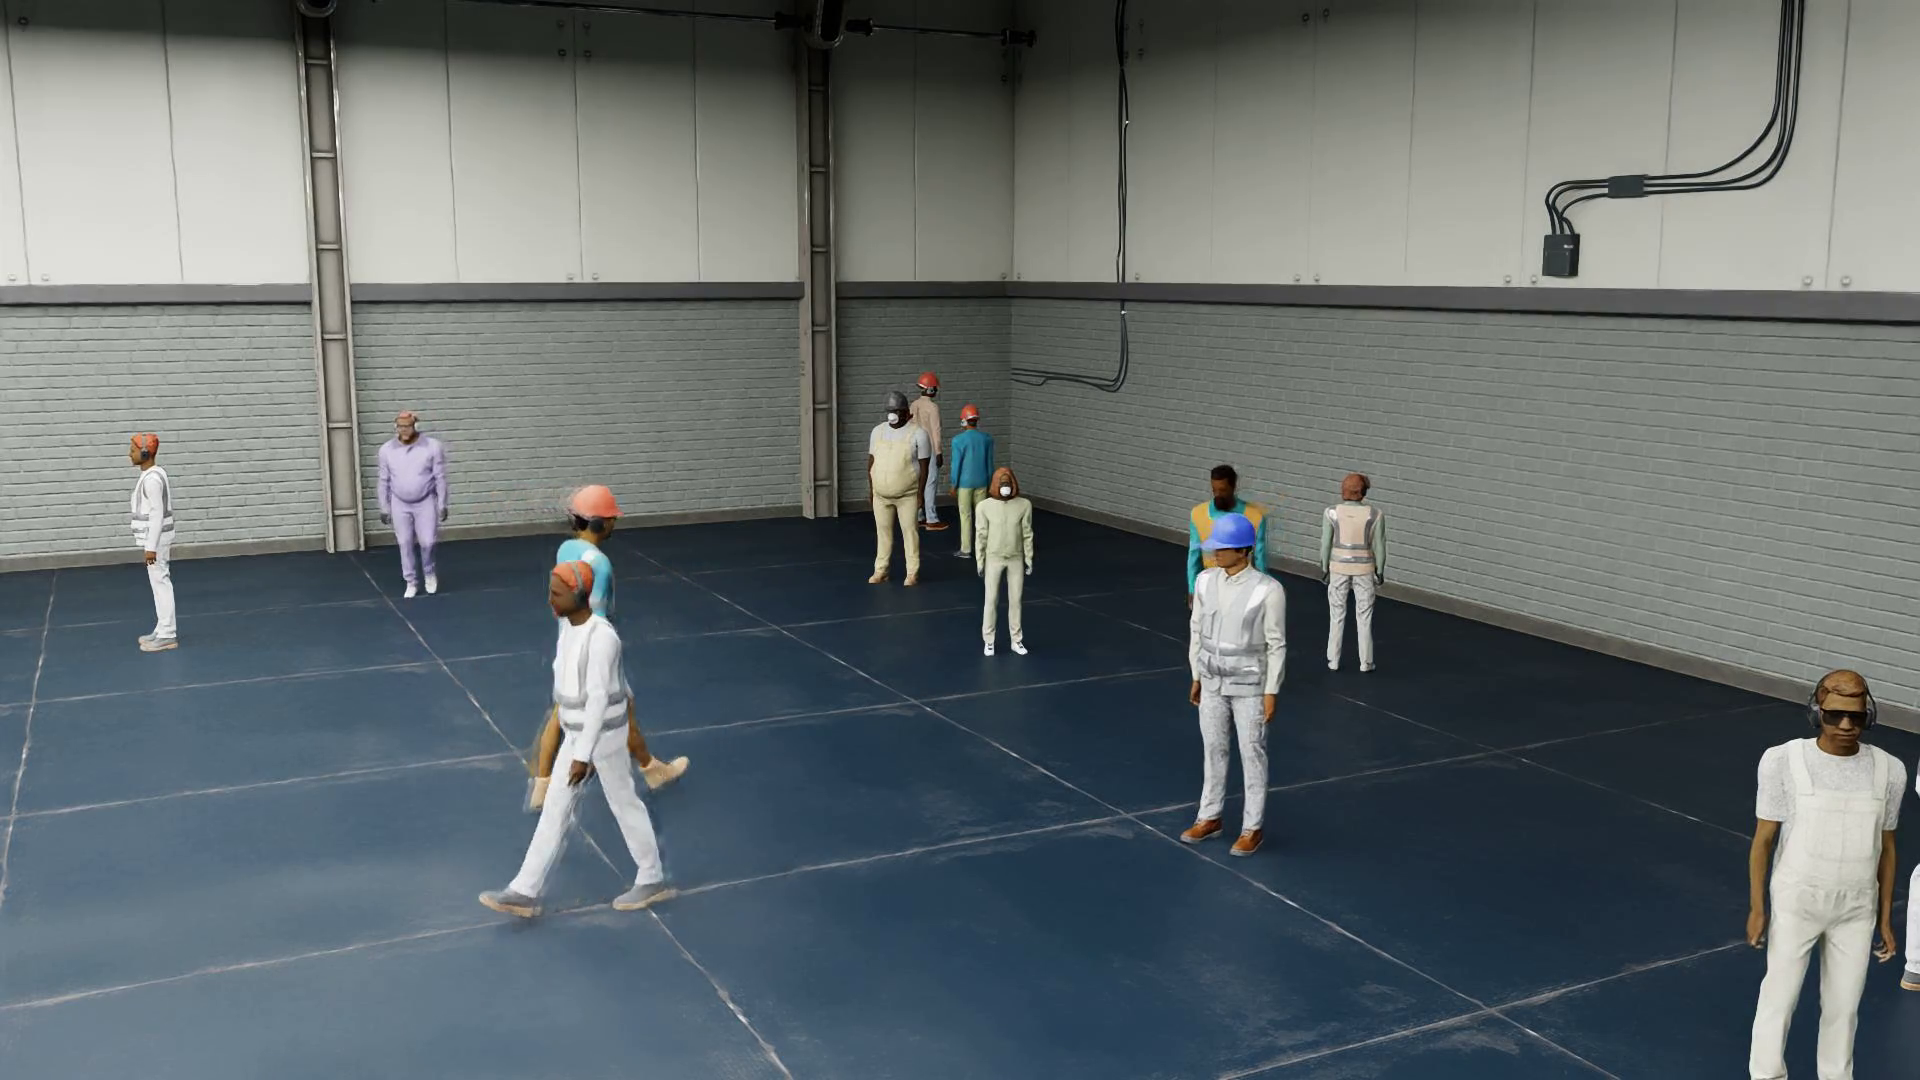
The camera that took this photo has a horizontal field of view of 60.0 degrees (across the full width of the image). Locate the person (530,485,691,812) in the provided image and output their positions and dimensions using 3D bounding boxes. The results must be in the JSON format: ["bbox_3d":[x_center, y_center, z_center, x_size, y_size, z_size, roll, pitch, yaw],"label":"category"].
[{"bbox_3d":[-2.213,0.648,10.225,1.063,1.978,0.623,-8,12,-40],"label":"person"}]

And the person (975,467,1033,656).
[{"bbox_3d":[0.377,0.185,14.173,0.499,1.627,0.279,-2,9,-11],"label":"person"}]

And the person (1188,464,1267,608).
[{"bbox_3d":[2.059,0.323,12.610,0.606,1.873,0.820,5,11,30],"label":"person"}]

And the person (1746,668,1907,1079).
[{"bbox_3d":[3.192,1.375,6.159,0.514,1.845,0.337,2,9,10],"label":"person"}]

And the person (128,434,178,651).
[{"bbox_3d":[-7.002,0.015,14.426,0.355,1.882,0.575,-4,10,-26],"label":"person"}]

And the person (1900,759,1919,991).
[{"bbox_3d":[4.435,1.162,7.357,0.355,1.882,0.576,2,9,10],"label":"person"}]

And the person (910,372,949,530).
[{"bbox_3d":[-0.409,-1.125,21.102,0.376,1.995,0.609,-7,11,-36],"label":"person"}]

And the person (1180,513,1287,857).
[{"bbox_3d":[1.546,0.803,9.375,0.605,1.944,0.402,9,13,43],"label":"person"}]

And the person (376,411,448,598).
[{"bbox_3d":[-5.482,-0.347,16.632,0.671,1.888,0.436,-1,9,-8],"label":"person"}]

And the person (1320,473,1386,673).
[{"bbox_3d":[3.204,0.273,13.587,0.523,1.636,0.310,3,10,18],"label":"person"}]

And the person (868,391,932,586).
[{"bbox_3d":[-0.669,-0.539,17.351,0.683,2.000,0.538,3,10,19],"label":"person"}]

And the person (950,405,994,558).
[{"bbox_3d":[0.119,-0.673,19.059,0.573,1.748,0.342,-6,11,-33],"label":"person"}]

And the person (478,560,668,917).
[{"bbox_3d":[-1.930,1.021,8.369,0.986,1.832,0.599,-7,12,-37],"label":"person"}]
